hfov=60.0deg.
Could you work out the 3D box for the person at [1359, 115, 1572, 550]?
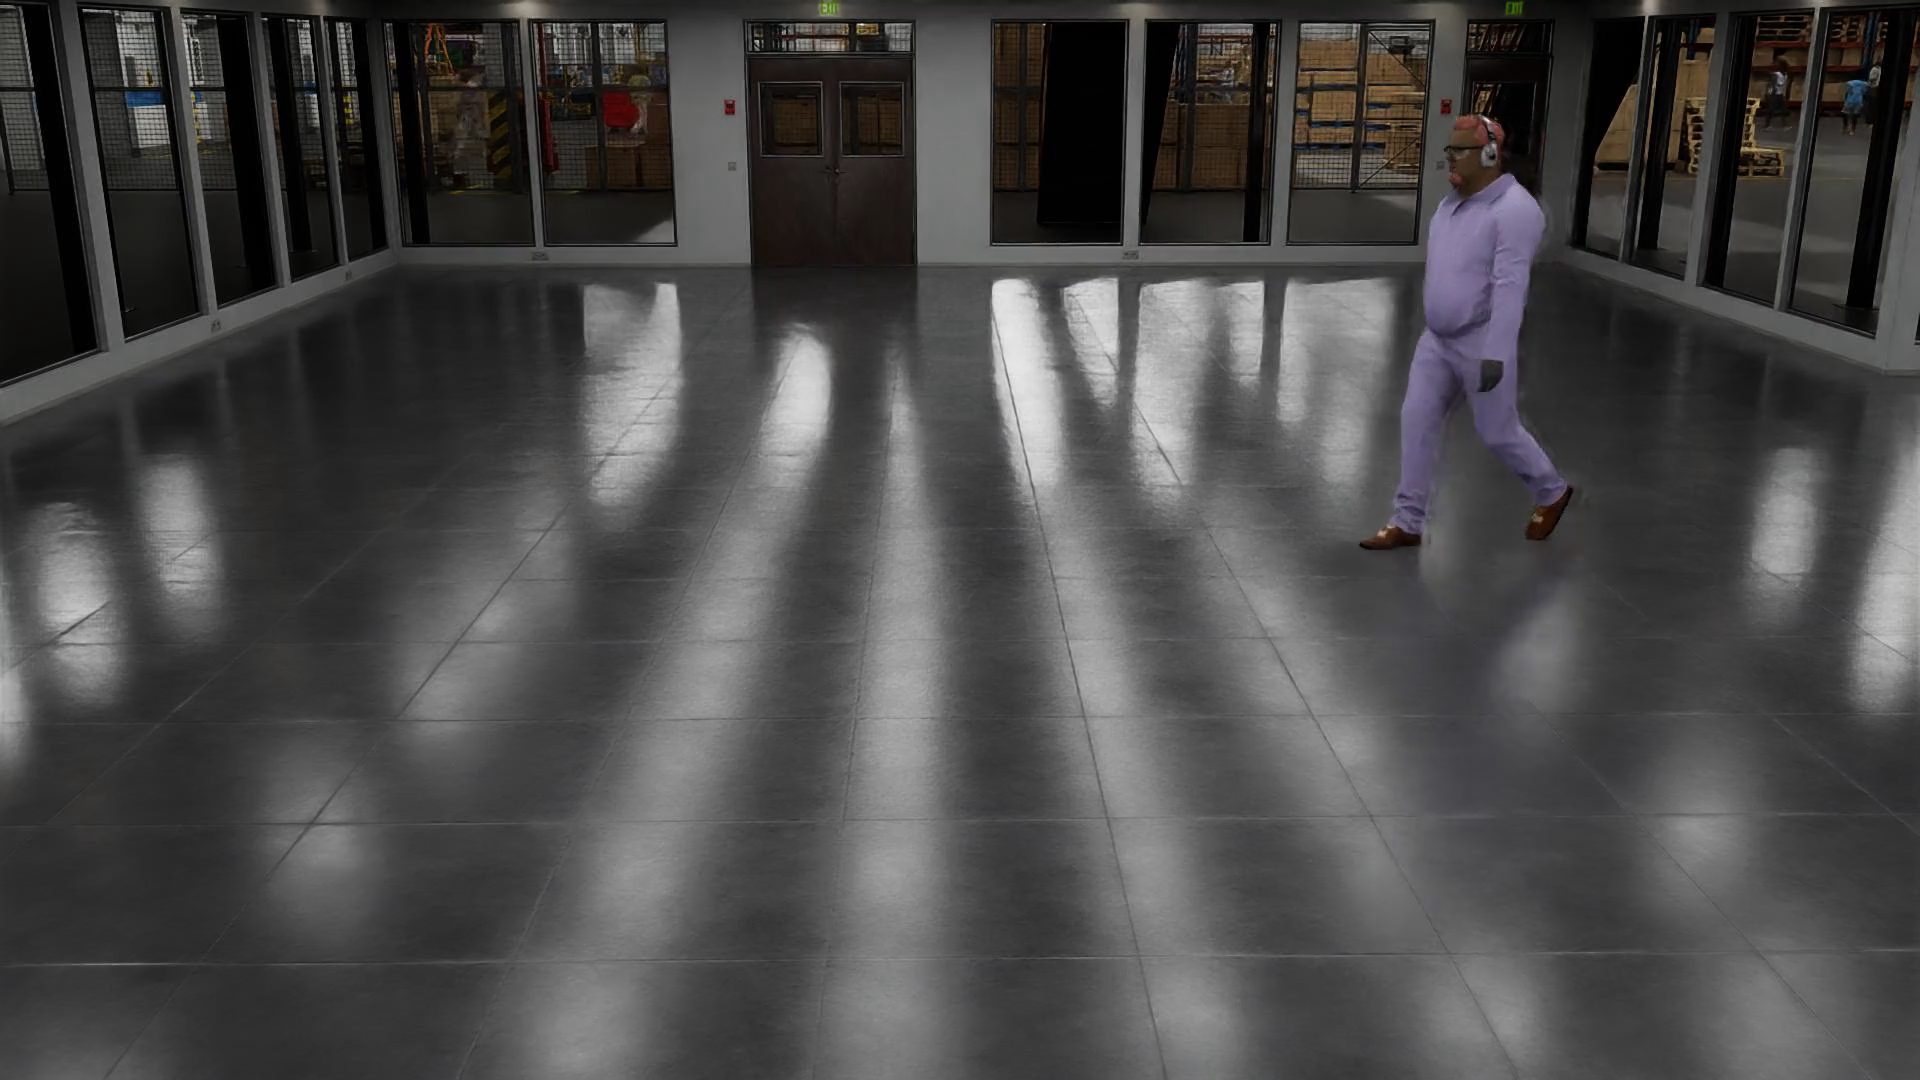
[{"bbox_3d":[2.248,-0.869,7.135,0.909,1.868,0.632,-7,18,-23],"label":"person"}]
